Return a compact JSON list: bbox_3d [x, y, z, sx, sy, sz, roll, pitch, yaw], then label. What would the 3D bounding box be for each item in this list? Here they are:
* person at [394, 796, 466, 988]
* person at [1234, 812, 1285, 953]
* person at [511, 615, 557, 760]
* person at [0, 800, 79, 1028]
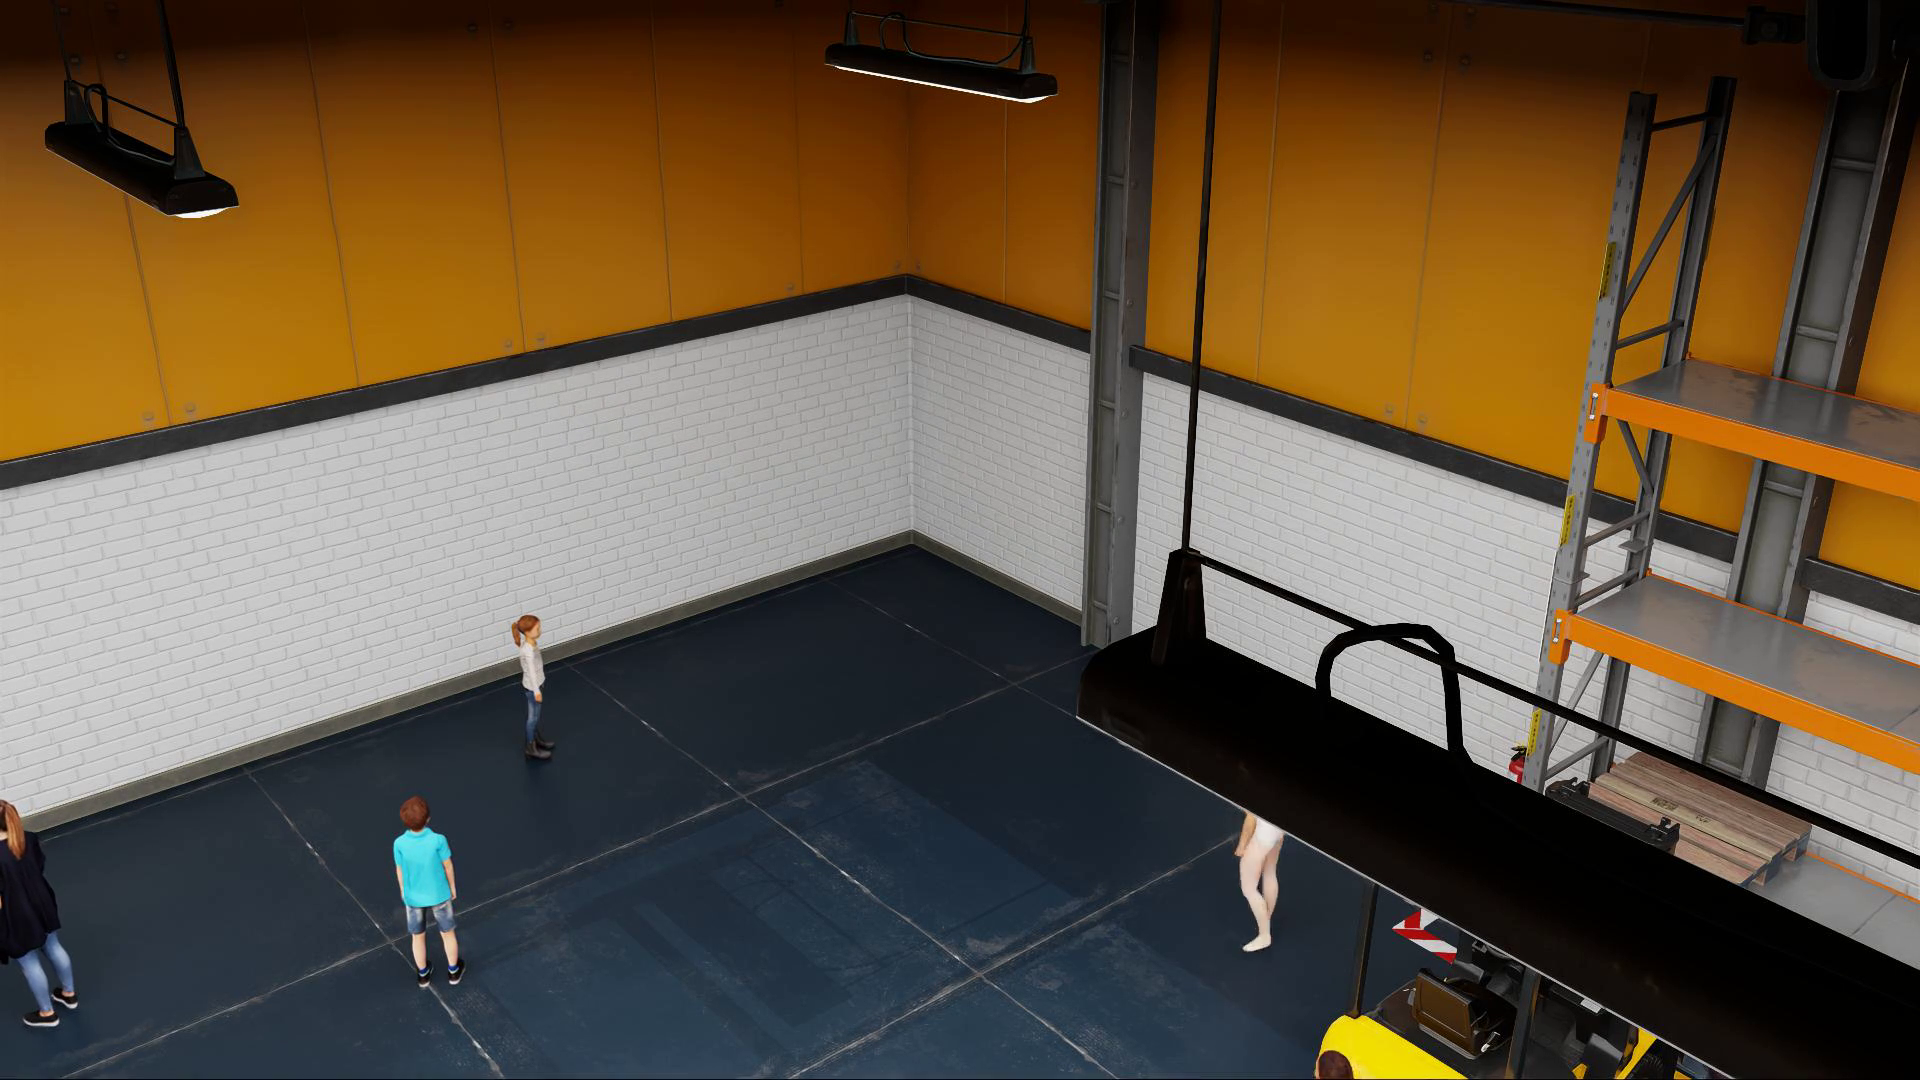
[{"bbox_3d":[-3.620,2.381,11.284,0.591,1.449,0.612,-5,24,-10],"label":"person"},{"bbox_3d":[2.170,2.091,11.744,0.748,1.612,0.617,-17,29,-33],"label":"person"},{"bbox_3d":[-3.623,1.233,14.080,0.601,1.312,0.523,-3,24,-6],"label":"person"},{"bbox_3d":[-6.115,2.429,10.881,0.732,1.684,0.720,8,25,17],"label":"person"}]
